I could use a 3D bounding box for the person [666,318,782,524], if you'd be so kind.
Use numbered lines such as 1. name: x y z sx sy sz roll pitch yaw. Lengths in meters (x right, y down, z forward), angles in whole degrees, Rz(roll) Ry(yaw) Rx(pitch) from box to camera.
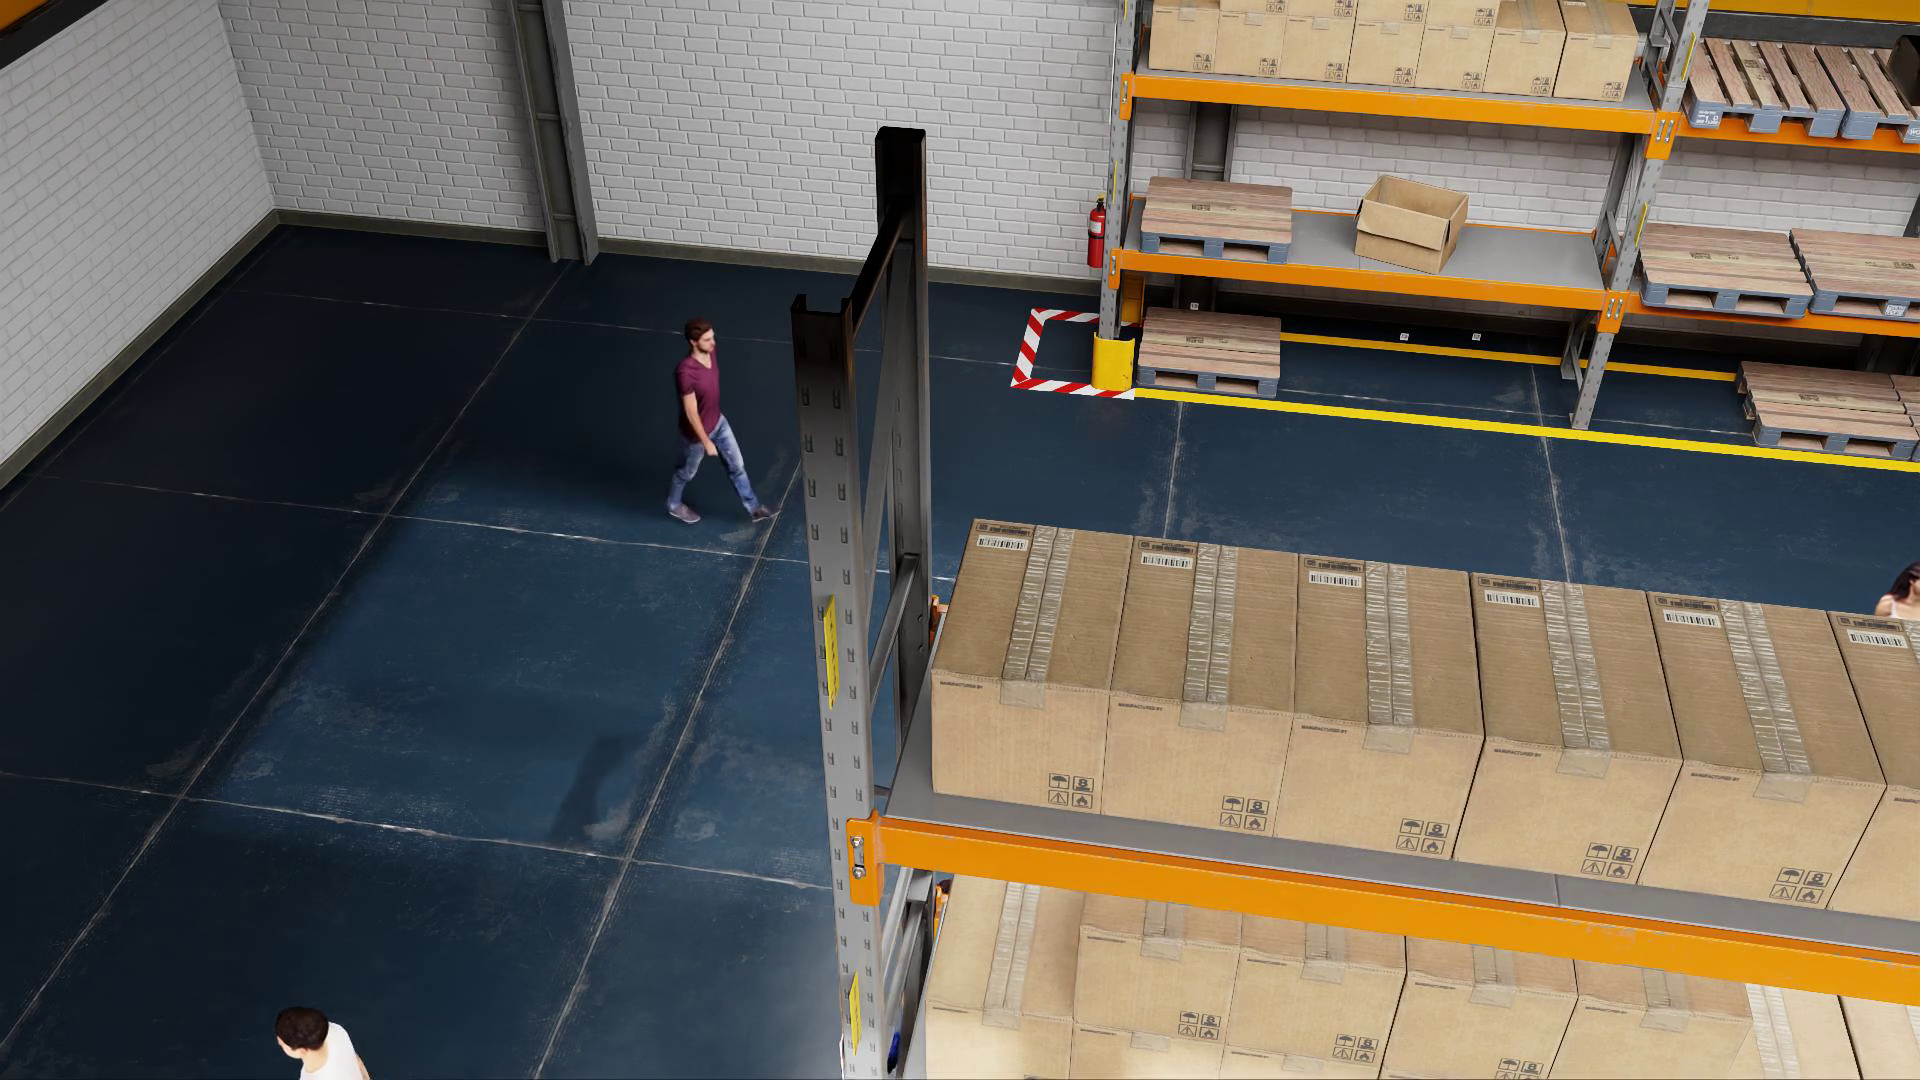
1. person: -2.004 -0.859 12.361 1.215 1.799 0.854 15 41 18

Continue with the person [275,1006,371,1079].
1. person: -2.829 2.764 7.911 1.142 1.690 0.917 -8 39 -10
